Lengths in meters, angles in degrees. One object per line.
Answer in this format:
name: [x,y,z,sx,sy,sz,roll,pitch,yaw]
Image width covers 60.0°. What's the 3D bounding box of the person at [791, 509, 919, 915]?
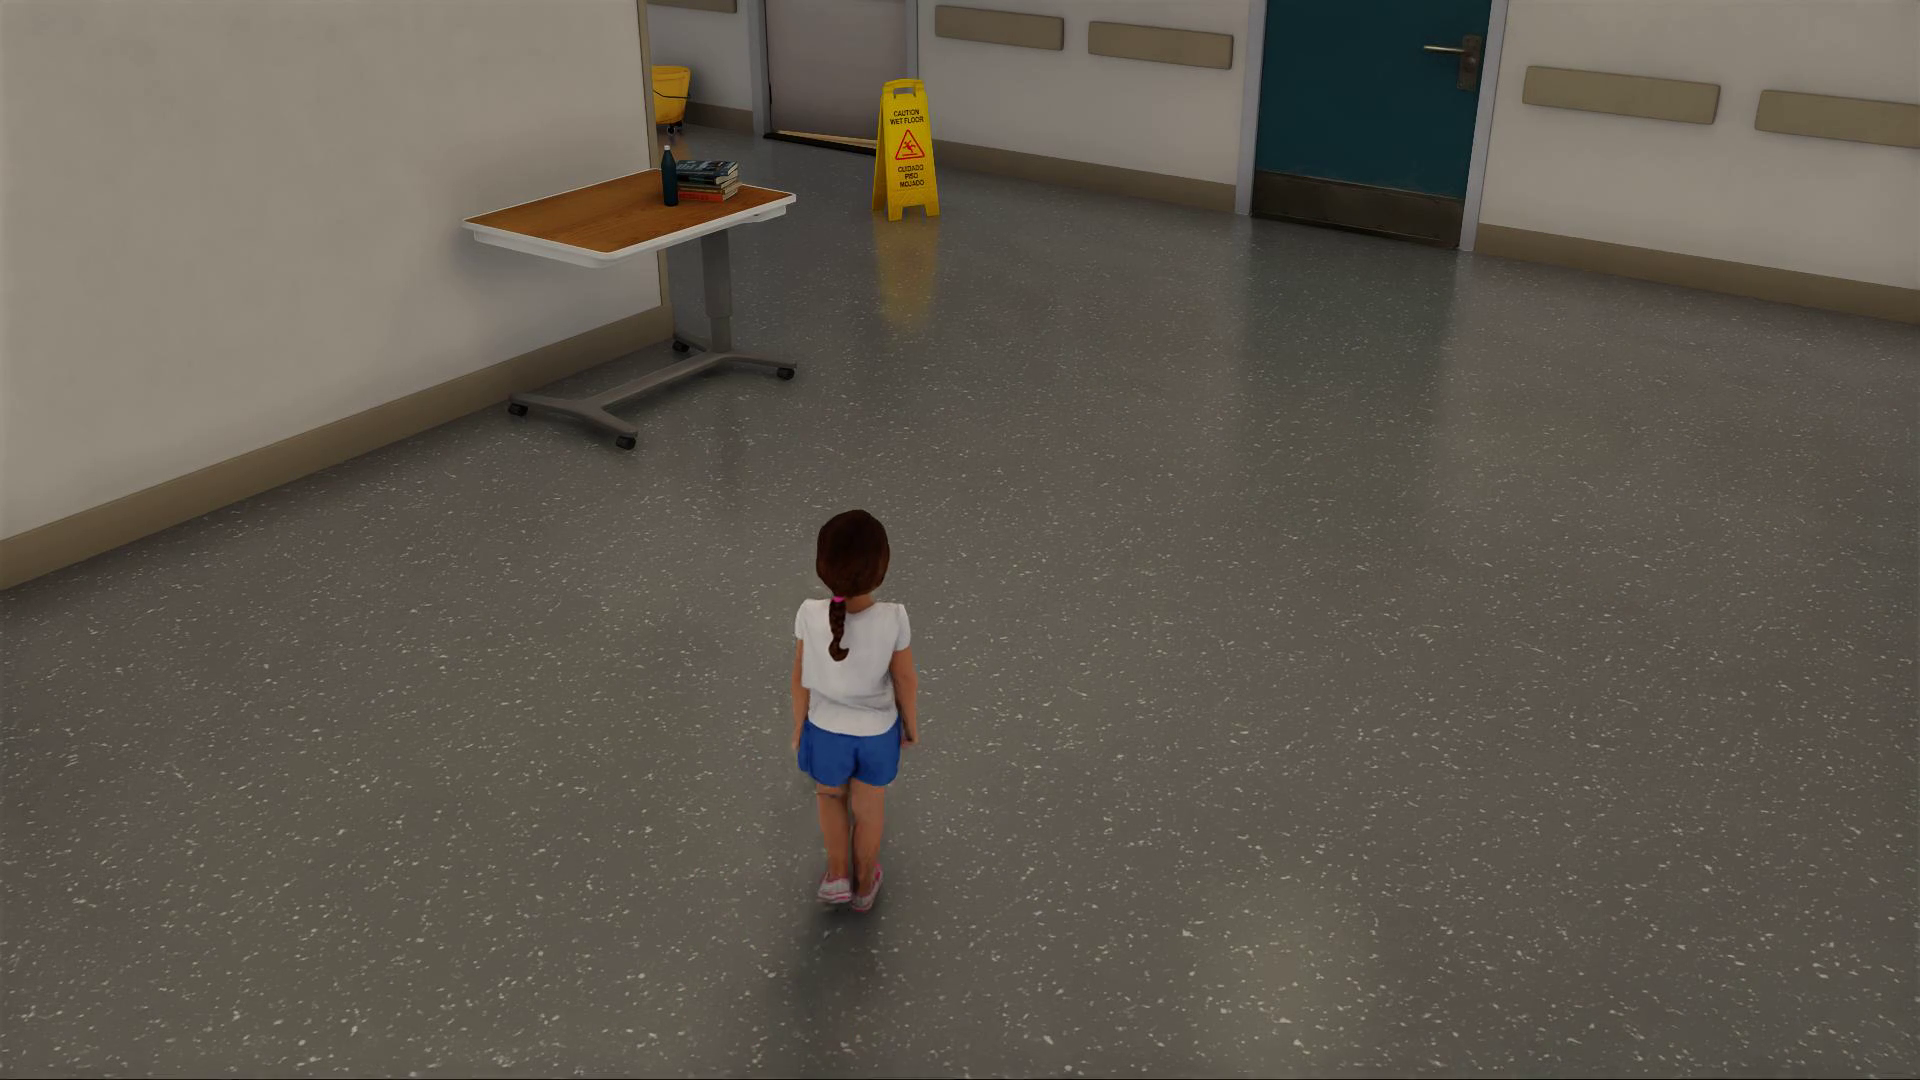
person: [-0.248,0.420,3.684,0.502,1.013,0.572,1,26,2]
